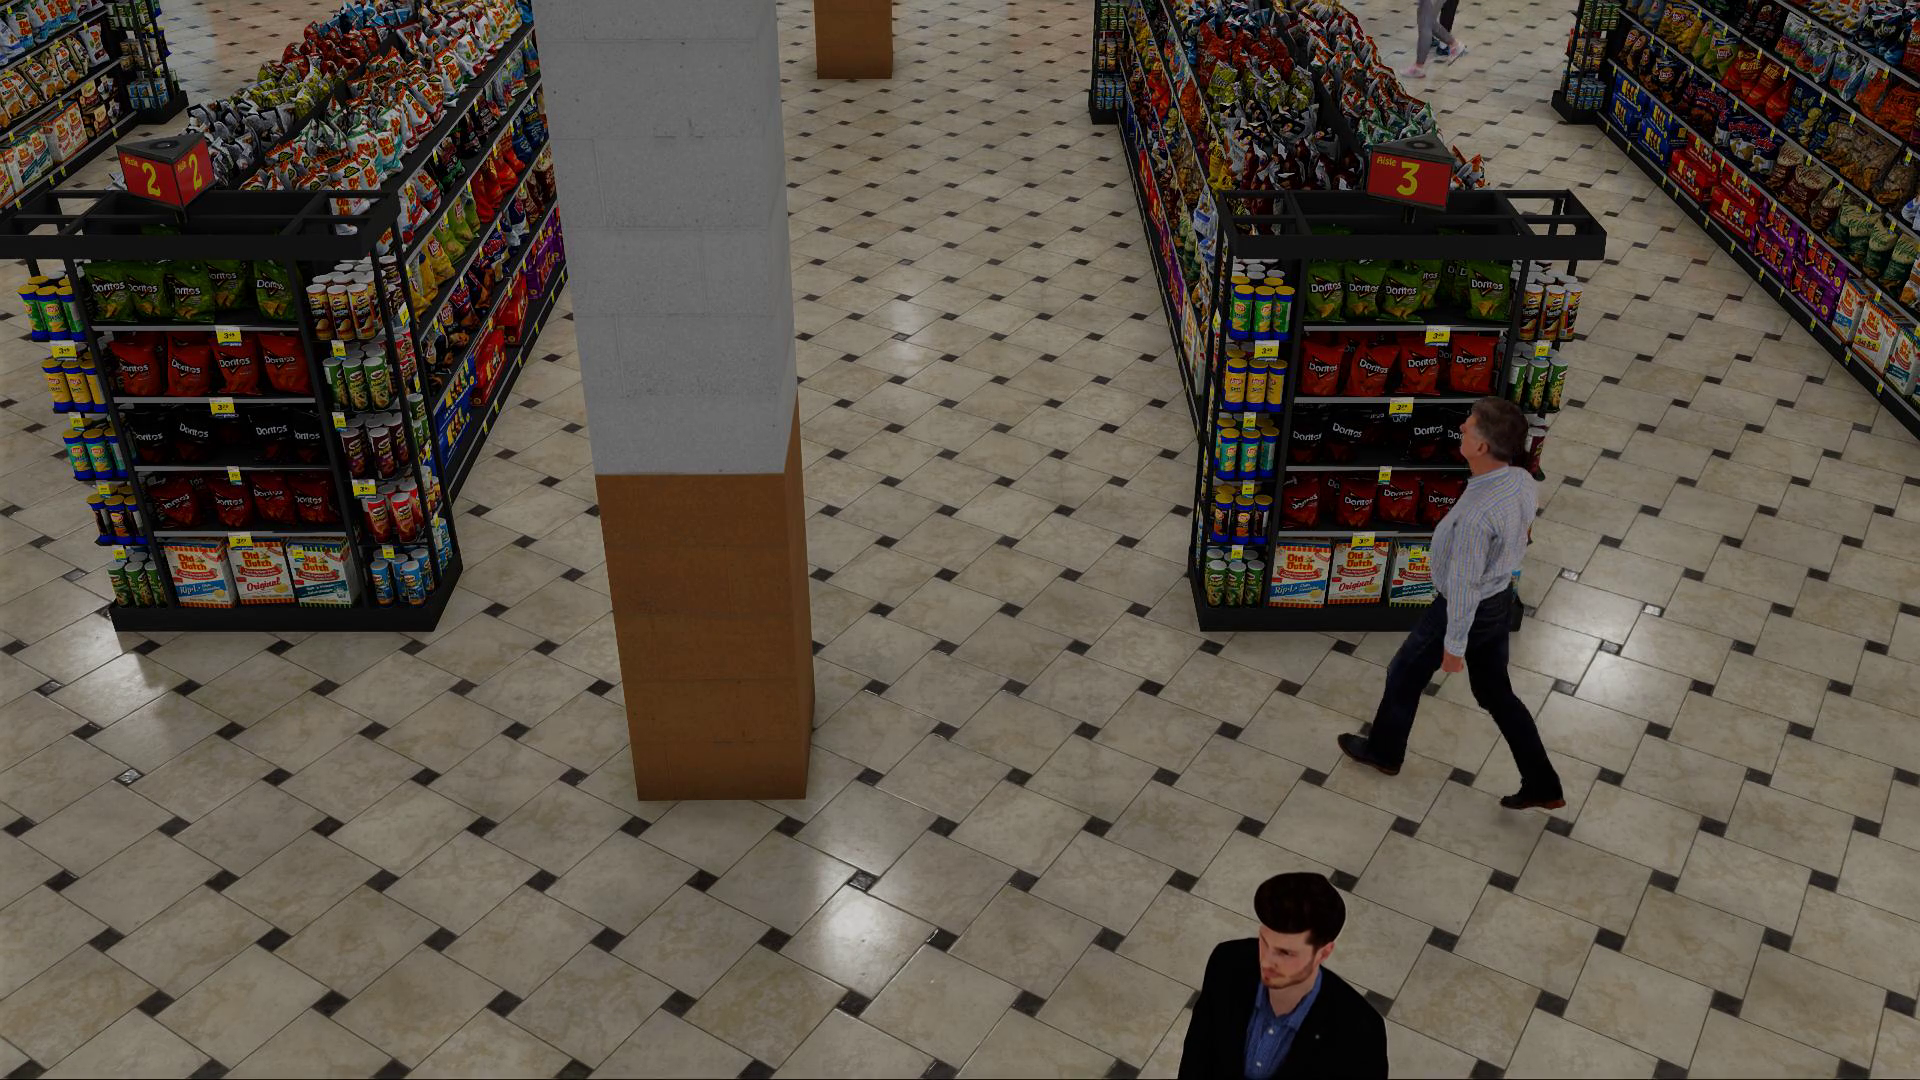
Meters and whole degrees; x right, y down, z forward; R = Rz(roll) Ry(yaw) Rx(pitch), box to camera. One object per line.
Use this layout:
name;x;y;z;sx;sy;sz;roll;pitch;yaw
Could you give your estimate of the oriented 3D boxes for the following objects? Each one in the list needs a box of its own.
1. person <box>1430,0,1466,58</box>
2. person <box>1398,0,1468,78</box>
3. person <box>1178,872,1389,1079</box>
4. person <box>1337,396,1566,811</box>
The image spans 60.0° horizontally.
person;4.680;-5.572;15.846;0.814;1.830;0.621;-9;33;-15
person;4.410;-5.023;15.185;0.653;1.596;0.784;2;32;3
person;0.793;1.572;4.304;0.789;1.894;0.824;23;38;32
person;2.048;0.317;6.424;1.209;1.785;1.194;25;40;35
